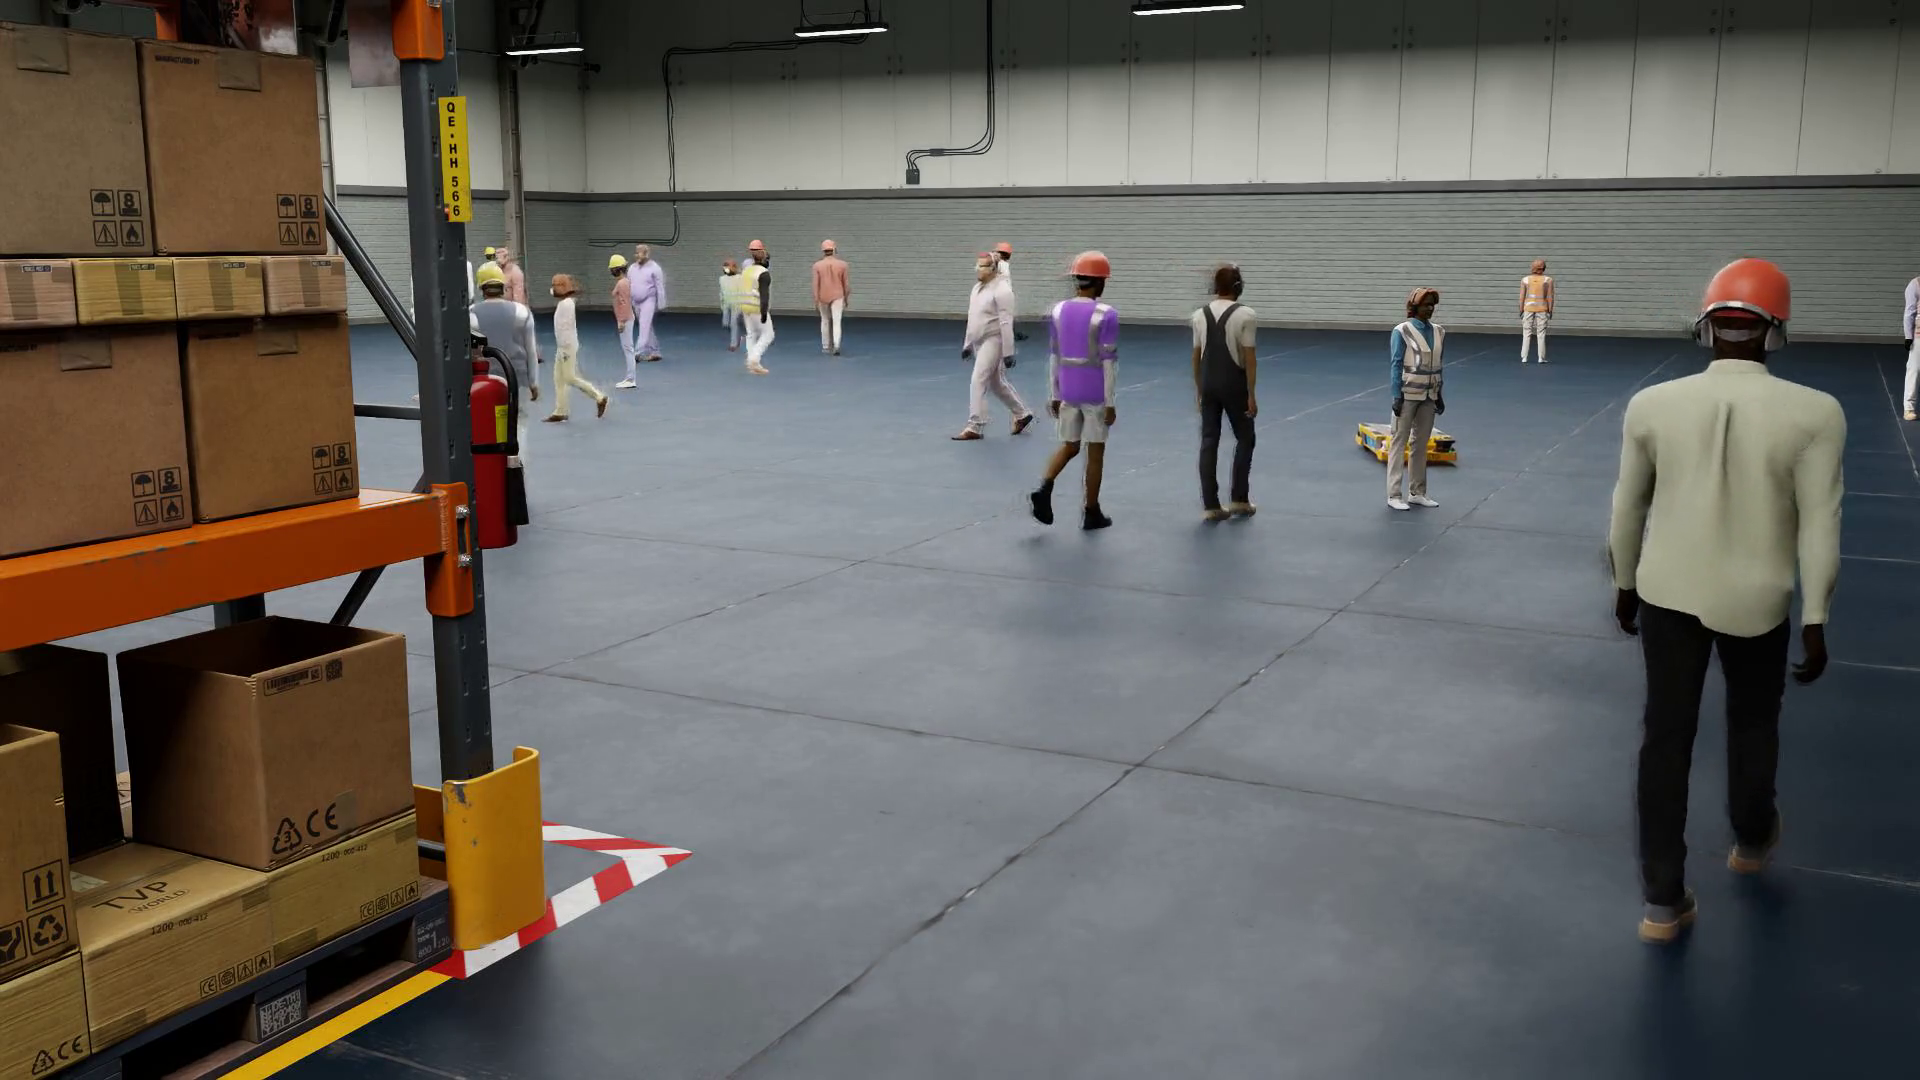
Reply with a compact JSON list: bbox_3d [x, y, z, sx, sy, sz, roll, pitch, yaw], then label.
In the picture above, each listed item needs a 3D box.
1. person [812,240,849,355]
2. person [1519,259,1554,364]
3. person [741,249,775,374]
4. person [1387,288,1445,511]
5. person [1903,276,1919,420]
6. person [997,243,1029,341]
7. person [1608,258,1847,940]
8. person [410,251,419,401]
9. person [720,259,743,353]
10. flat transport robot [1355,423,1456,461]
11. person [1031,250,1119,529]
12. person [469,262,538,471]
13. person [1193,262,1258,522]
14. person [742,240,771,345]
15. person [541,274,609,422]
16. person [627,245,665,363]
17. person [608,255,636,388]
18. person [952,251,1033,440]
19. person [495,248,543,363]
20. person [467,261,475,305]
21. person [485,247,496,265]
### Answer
[{"bbox_3d":[-2.196,-4.129,28.315,0.612,1.956,0.989,-1,10,-4],"label":"person"},{"bbox_3d":[9.119,-3.613,26.340,0.523,1.638,0.310,5,12,26],"label":"person"},{"bbox_3d":[-2.947,-3.307,24.194,0.463,1.818,0.641,-9,14,-40],"label":"person"},{"bbox_3d":[3.382,-1.044,12.333,0.511,1.641,0.308,-6,12,-31],"label":"person"},{"bbox_3d":[10.667,-2.225,18.224,0.627,1.844,0.429,1,10,3],"label":"person"},{"bbox_3d":[0.818,-4.697,31.597,1.014,1.883,0.567,-3,11,-15],"label":"person"},{"bbox_3d":[2.286,0.147,4.988,0.651,1.942,0.995,7,13,34],"label":"person"},{"bbox_3d":[-6.555,-2.649,20.410,0.355,1.887,0.573,2,11,11],"label":"person"},{"bbox_3d":[-3.915,-4.058,28.838,0.498,1.617,0.502,6,12,28],"label":"person"},{"bbox_3d":[4.106,-0.919,15.383,0.652,0.197,1.431,1,10,4],"label":"flat transport robot"},{"bbox_3d":[0.804,-0.998,11.315,0.547,1.924,0.629,9,14,39],"label":"person"},{"bbox_3d":[-3.600,-1.254,12.985,0.603,1.813,0.687,-3,11,-16],"label":"person"},{"bbox_3d":[1.934,-1.050,11.853,0.550,1.825,0.661,7,13,35],"label":"person"},{"bbox_3d":[-3.748,-4.567,30.737,0.551,1.933,0.375,8,13,36],"label":"person"},{"bbox_3d":[-4.202,-2.078,18.049,0.651,1.618,0.504,-4,11,-22],"label":"person"},{"bbox_3d":[-5.086,-3.745,26.479,0.647,1.856,0.994,7,12,33],"label":"person"},{"bbox_3d":[-4.488,-2.896,22.103,0.337,1.761,0.526,-1,10,-7],"label":"person"},{"bbox_3d":[0.342,-1.944,16.629,0.917,1.872,0.642,-5,11,-23],"label":"person"},{"bbox_3d":[-6.884,-3.565,25.614,0.648,1.825,1.076,7,12,33],"label":"person"},{"bbox_3d":[-9.181,-4.475,30.413,0.581,1.868,0.476,-3,11,-15],"label":"person"},{"bbox_3d":[-10.296,-5.571,36.674,0.310,1.770,0.522,1,10,7],"label":"person"}]
